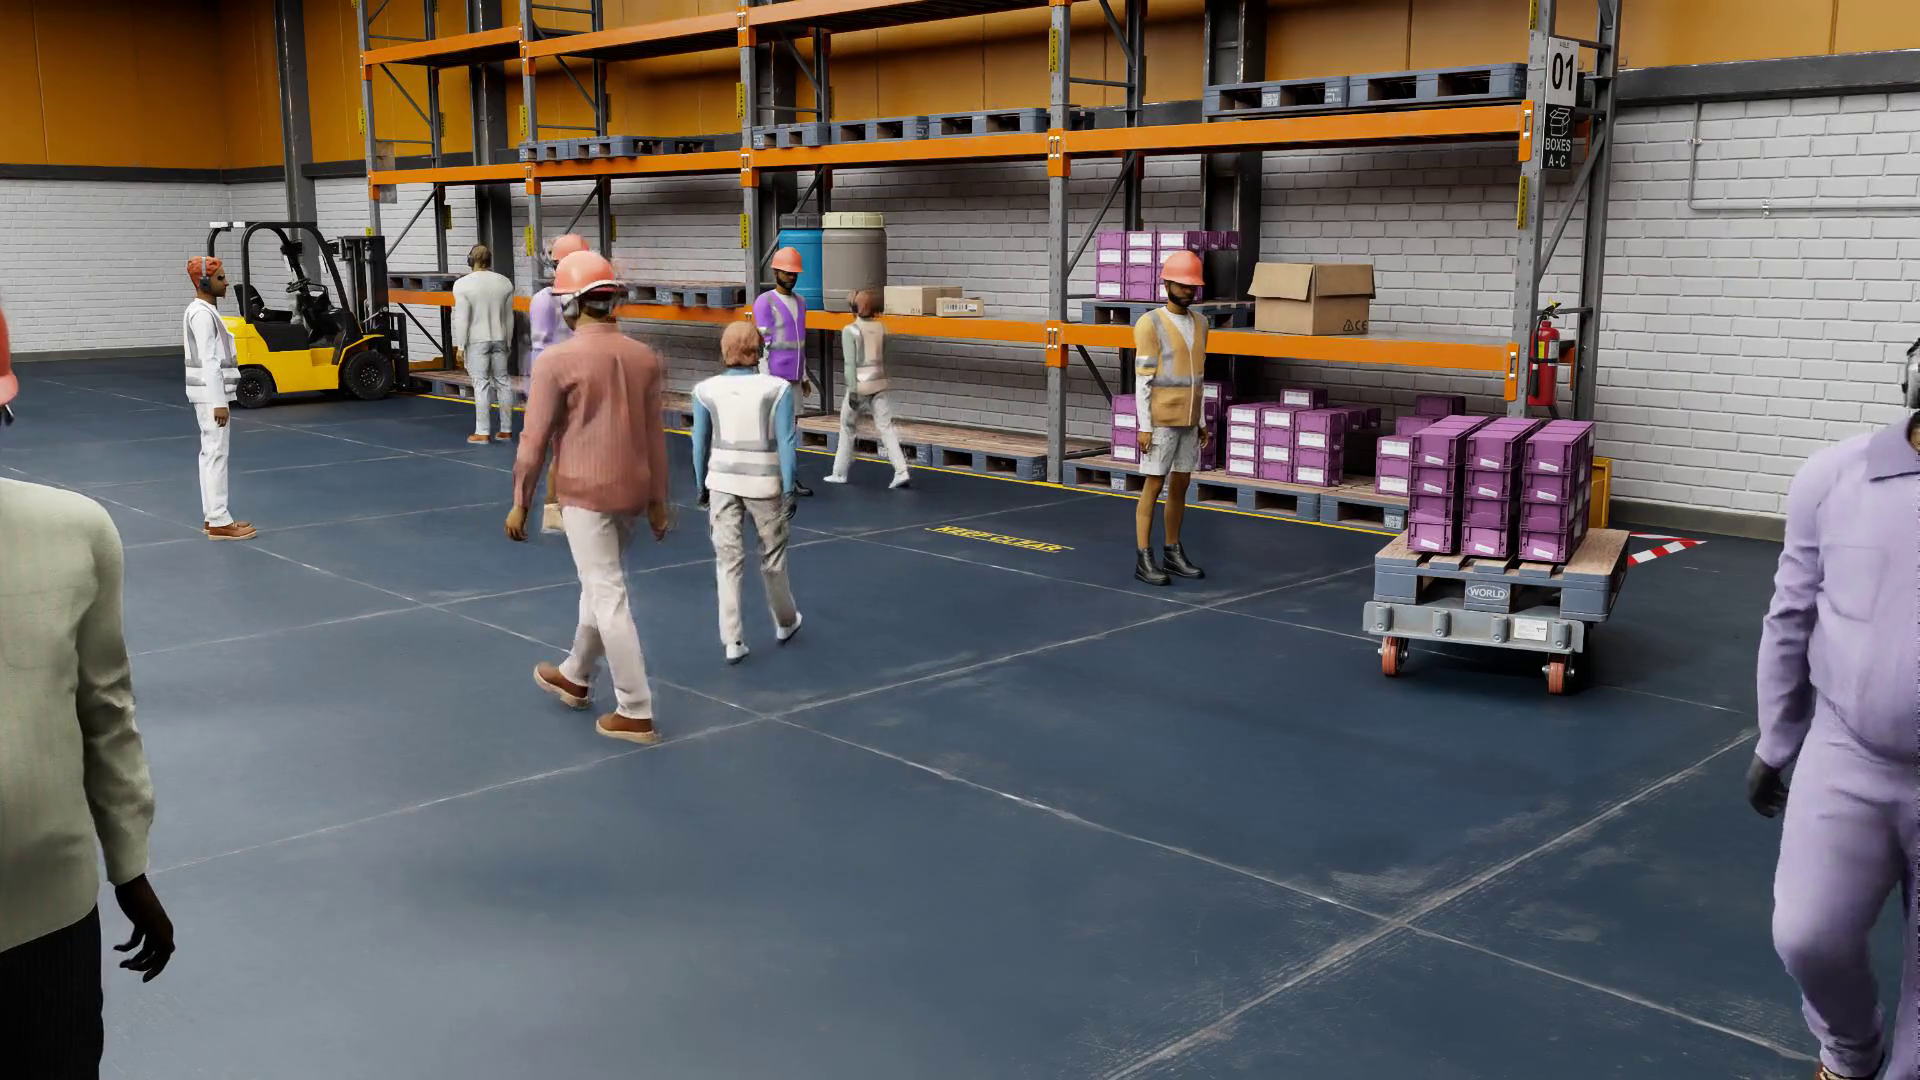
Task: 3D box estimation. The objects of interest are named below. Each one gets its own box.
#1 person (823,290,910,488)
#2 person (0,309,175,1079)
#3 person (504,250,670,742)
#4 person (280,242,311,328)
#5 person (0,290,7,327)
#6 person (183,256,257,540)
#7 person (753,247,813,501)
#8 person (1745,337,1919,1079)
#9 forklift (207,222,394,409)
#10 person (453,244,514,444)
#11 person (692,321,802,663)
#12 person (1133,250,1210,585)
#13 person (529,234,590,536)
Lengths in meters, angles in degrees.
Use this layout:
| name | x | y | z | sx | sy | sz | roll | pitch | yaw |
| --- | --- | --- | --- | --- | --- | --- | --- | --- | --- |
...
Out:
| name | x | y | z | sx | sy | sz | roll | pitch | yaw |
| --- | --- | --- | --- | --- | --- | --- | --- | --- | --- |
| person | -0.729 | -1.209 | 13.357 | 0.860 | 1.596 | 0.531 | 9 | 14 | 41 |
| person | -1.535 | 0.572 | 2.568 | 0.391 | 1.988 | 0.611 | 8 | 13 | 38 |
| person | -1.573 | -0.185 | 6.794 | 0.954 | 1.955 | 0.616 | 7 | 12 | 33 |
| person | -9.372 | -3.255 | 23.609 | 0.478 | 1.923 | 0.652 | -6 | 12 | -30 |
| person | -11.177 | -2.312 | 18.811 | 0.790 | 1.803 | 0.597 | 9 | 13 | 39 |
| person | -4.970 | -0.941 | 11.108 | 0.355 | 1.883 | 0.575 | -5 | 12 | -27 |
| person | -1.331 | -1.269 | 12.753 | 0.376 | 1.934 | 0.547 | 7 | 12 | 33 |
| person | 1.959 | 0.467 | 3.386 | 0.672 | 1.892 | 0.416 | 8 | 13 | 37 |
| forklift | -8.169 | -2.758 | 20.163 | 2.313 | 2.155 | 1.214 | -10 | 14 | -44 |
| person | -4.623 | -1.901 | 16.188 | 0.377 | 1.940 | 0.628 | 10 | 15 | 44 |
| person | -1.017 | -0.248 | 8.039 | 0.543 | 1.607 | 0.693 | 2 | 10 | 8 |
| person | 1.259 | -0.706 | 9.683 | 0.550 | 1.933 | 0.373 | -8 | 13 | -37 |
| person | -2.499 | -1.004 | 11.069 | 0.837 | 2.014 | 0.629 | 3 | 11 | 15 |
